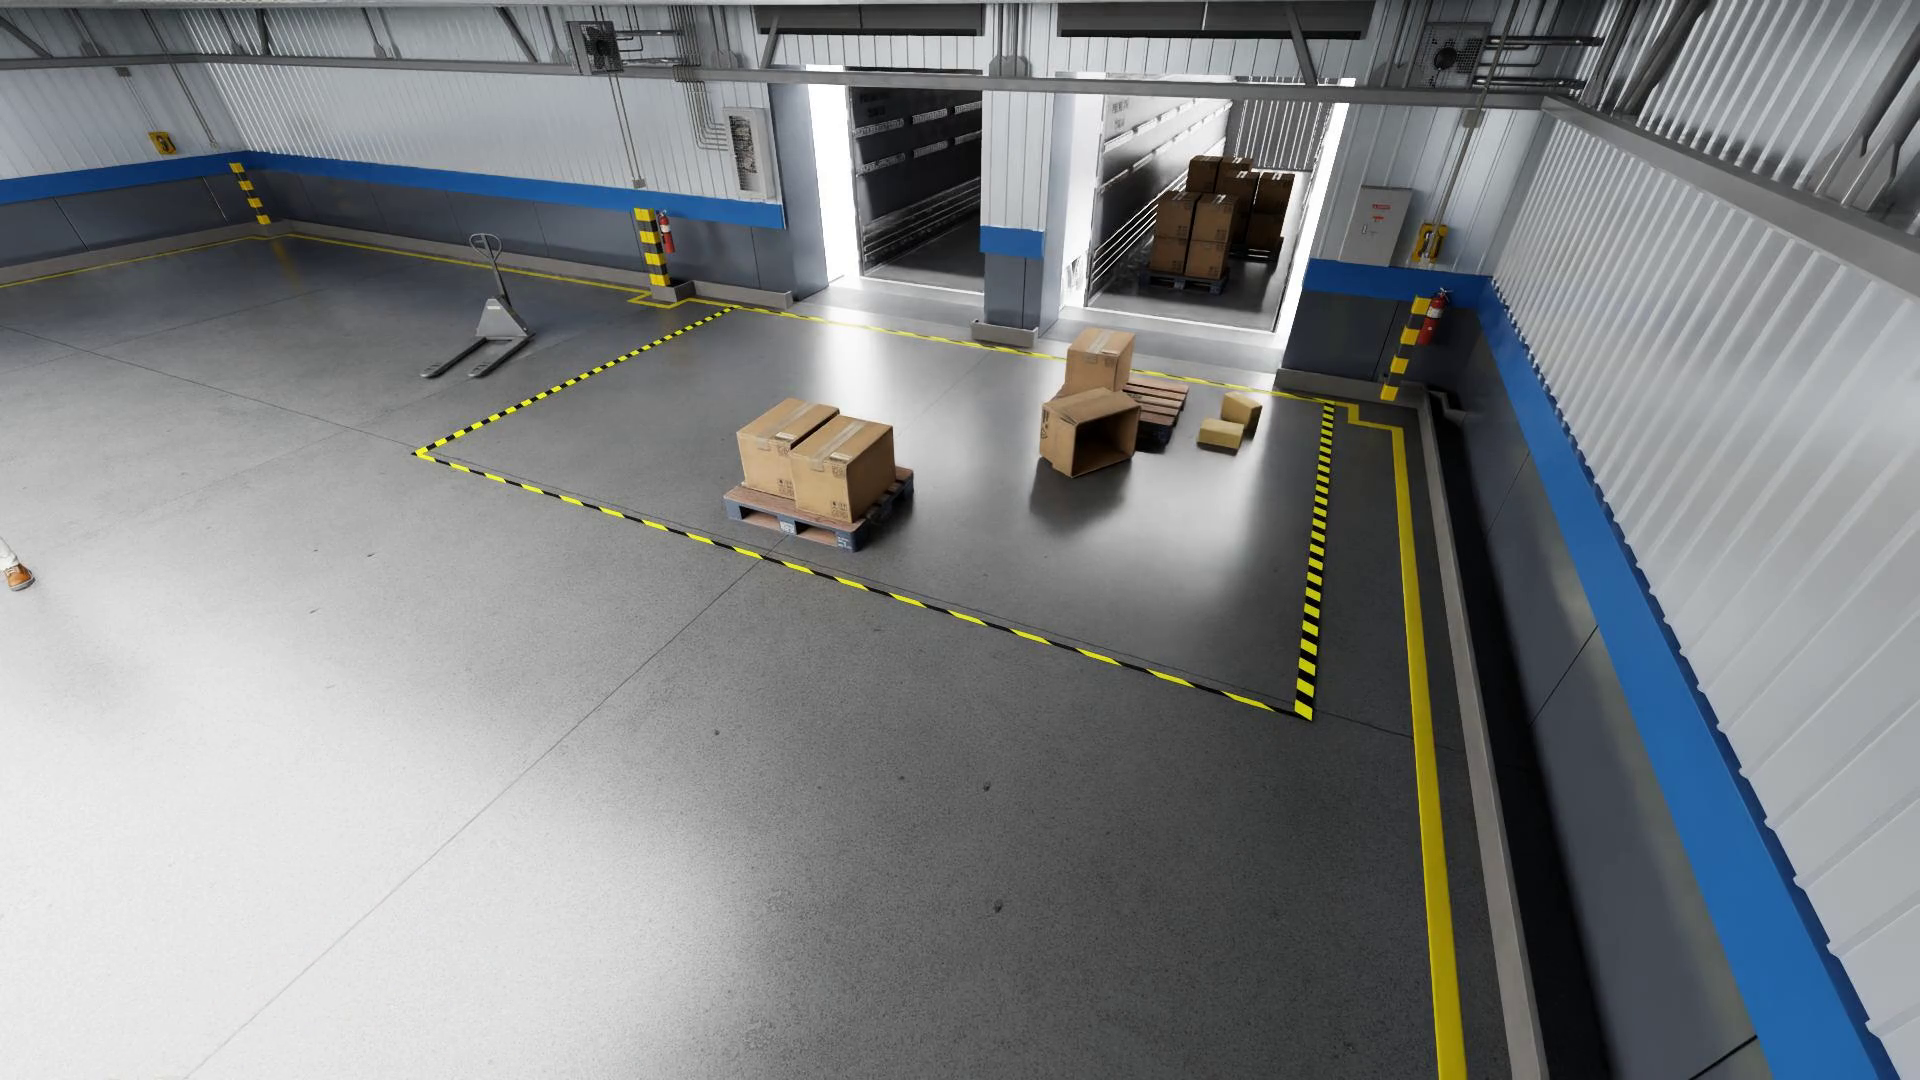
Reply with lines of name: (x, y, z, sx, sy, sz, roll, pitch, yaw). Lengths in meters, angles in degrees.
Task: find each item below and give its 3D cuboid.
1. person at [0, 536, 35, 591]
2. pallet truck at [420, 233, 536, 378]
person: (-6.814, -0.434, 4.619, 0.614, 1.945, 0.398, -27, 43, -33)
pallet truck: (-5.664, -2.712, 8.427, 0.680, 1.201, 1.601, 0, 35, -1)
